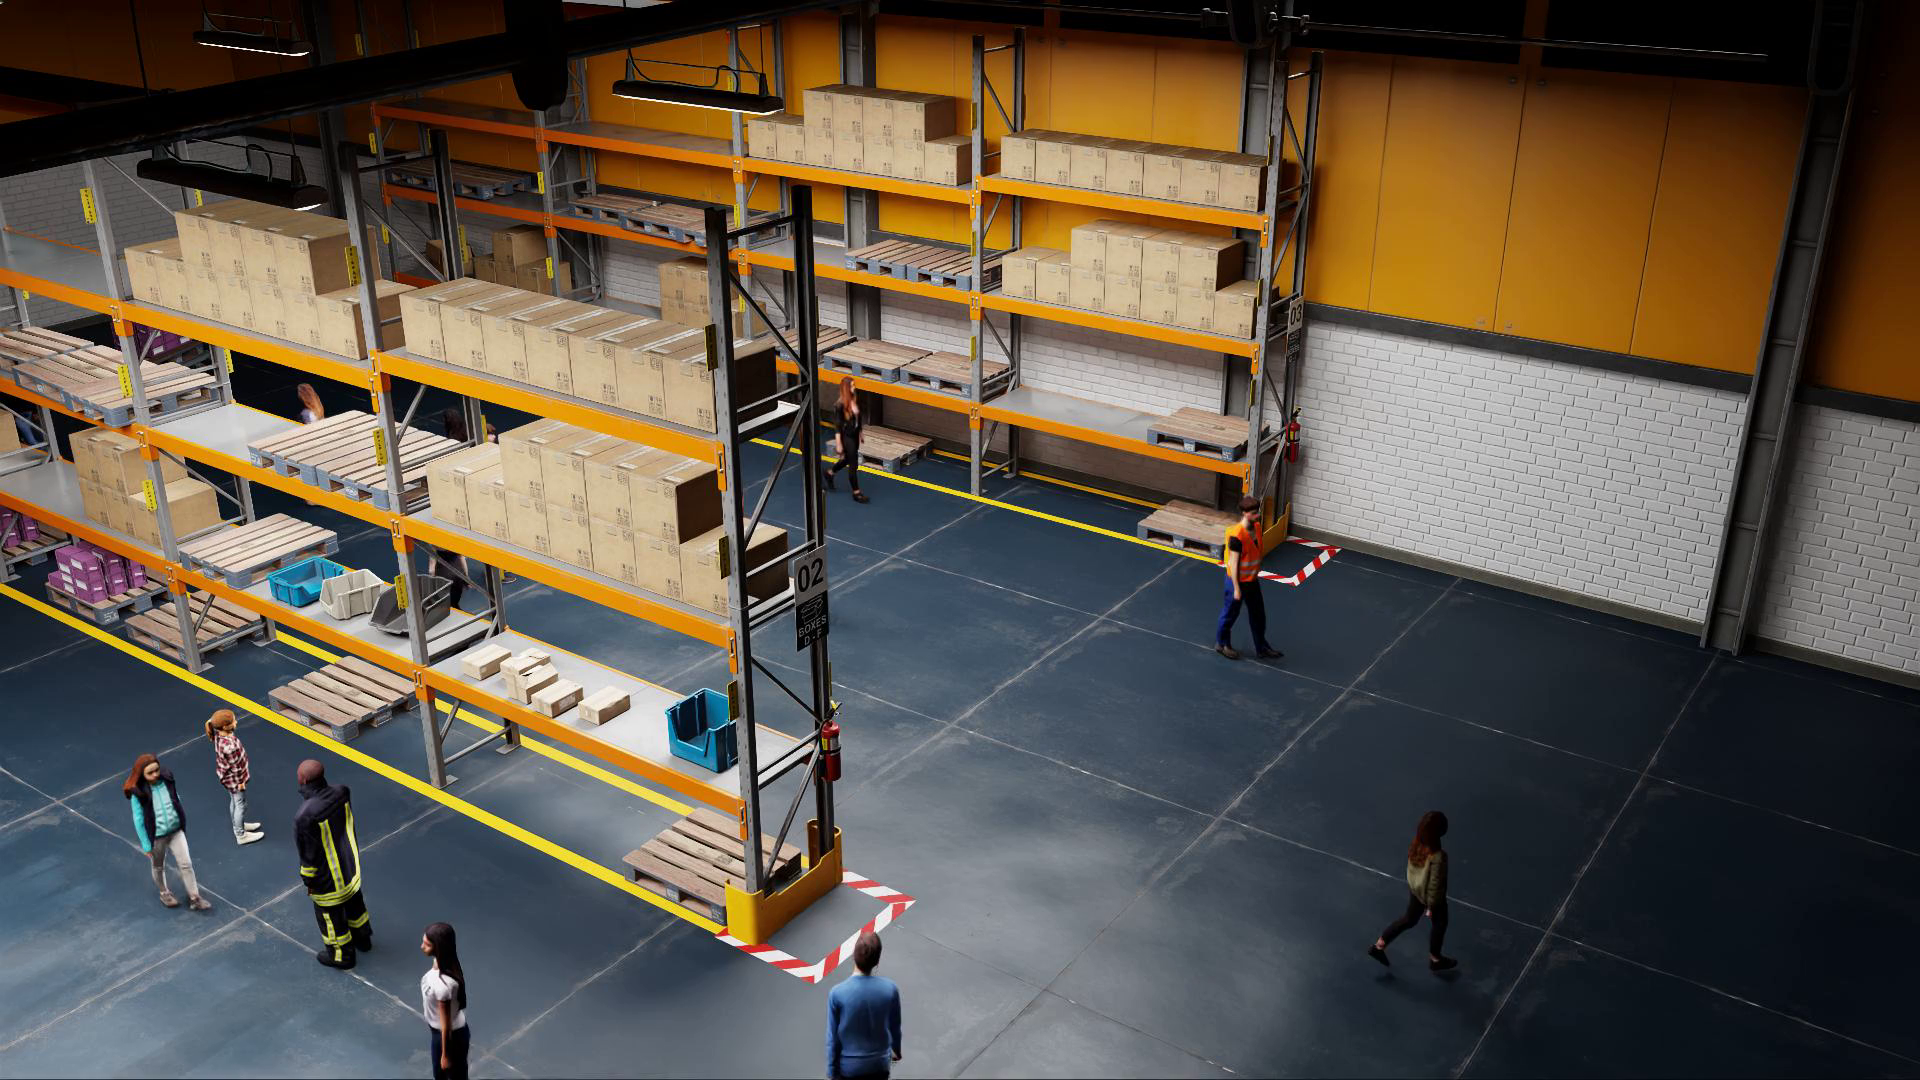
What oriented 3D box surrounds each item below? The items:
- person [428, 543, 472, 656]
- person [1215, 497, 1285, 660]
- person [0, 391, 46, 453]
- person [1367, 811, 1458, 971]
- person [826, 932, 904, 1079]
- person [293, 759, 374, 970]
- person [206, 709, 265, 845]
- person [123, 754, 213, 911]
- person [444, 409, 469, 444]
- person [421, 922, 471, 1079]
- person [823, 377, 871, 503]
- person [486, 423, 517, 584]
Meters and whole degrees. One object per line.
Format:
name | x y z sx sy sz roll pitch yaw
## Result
person | -5.409 0.473 17.858 0.646 1.733 0.621 14 27 29
person | 2.963 0.395 17.873 1.043 1.863 0.811 21 31 39
person | -12.875 -1.711 22.882 1.191 1.710 0.811 8 25 17
person | 3.570 2.763 12.970 1.030 1.452 0.966 -4 24 -9
person | -0.641 3.484 10.927 1.017 1.767 1.056 -5 24 -11
person | -4.945 2.508 13.090 0.745 1.822 0.790 9 25 20
person | -6.442 2.075 14.725 0.644 1.305 0.538 -16 28 -33
person | -6.655 2.396 13.777 0.788 1.477 0.586 15 28 31
person | -6.146 -0.809 20.805 1.052 1.720 0.720 9 25 20
person | -3.355 3.347 11.249 0.984 1.760 1.047 -10 25 -21
person | -1.545 -1.369 22.117 1.051 1.695 0.634 14 27 29
person | -5.570 -0.453 19.693 0.774 1.959 0.659 -10 26 -22
